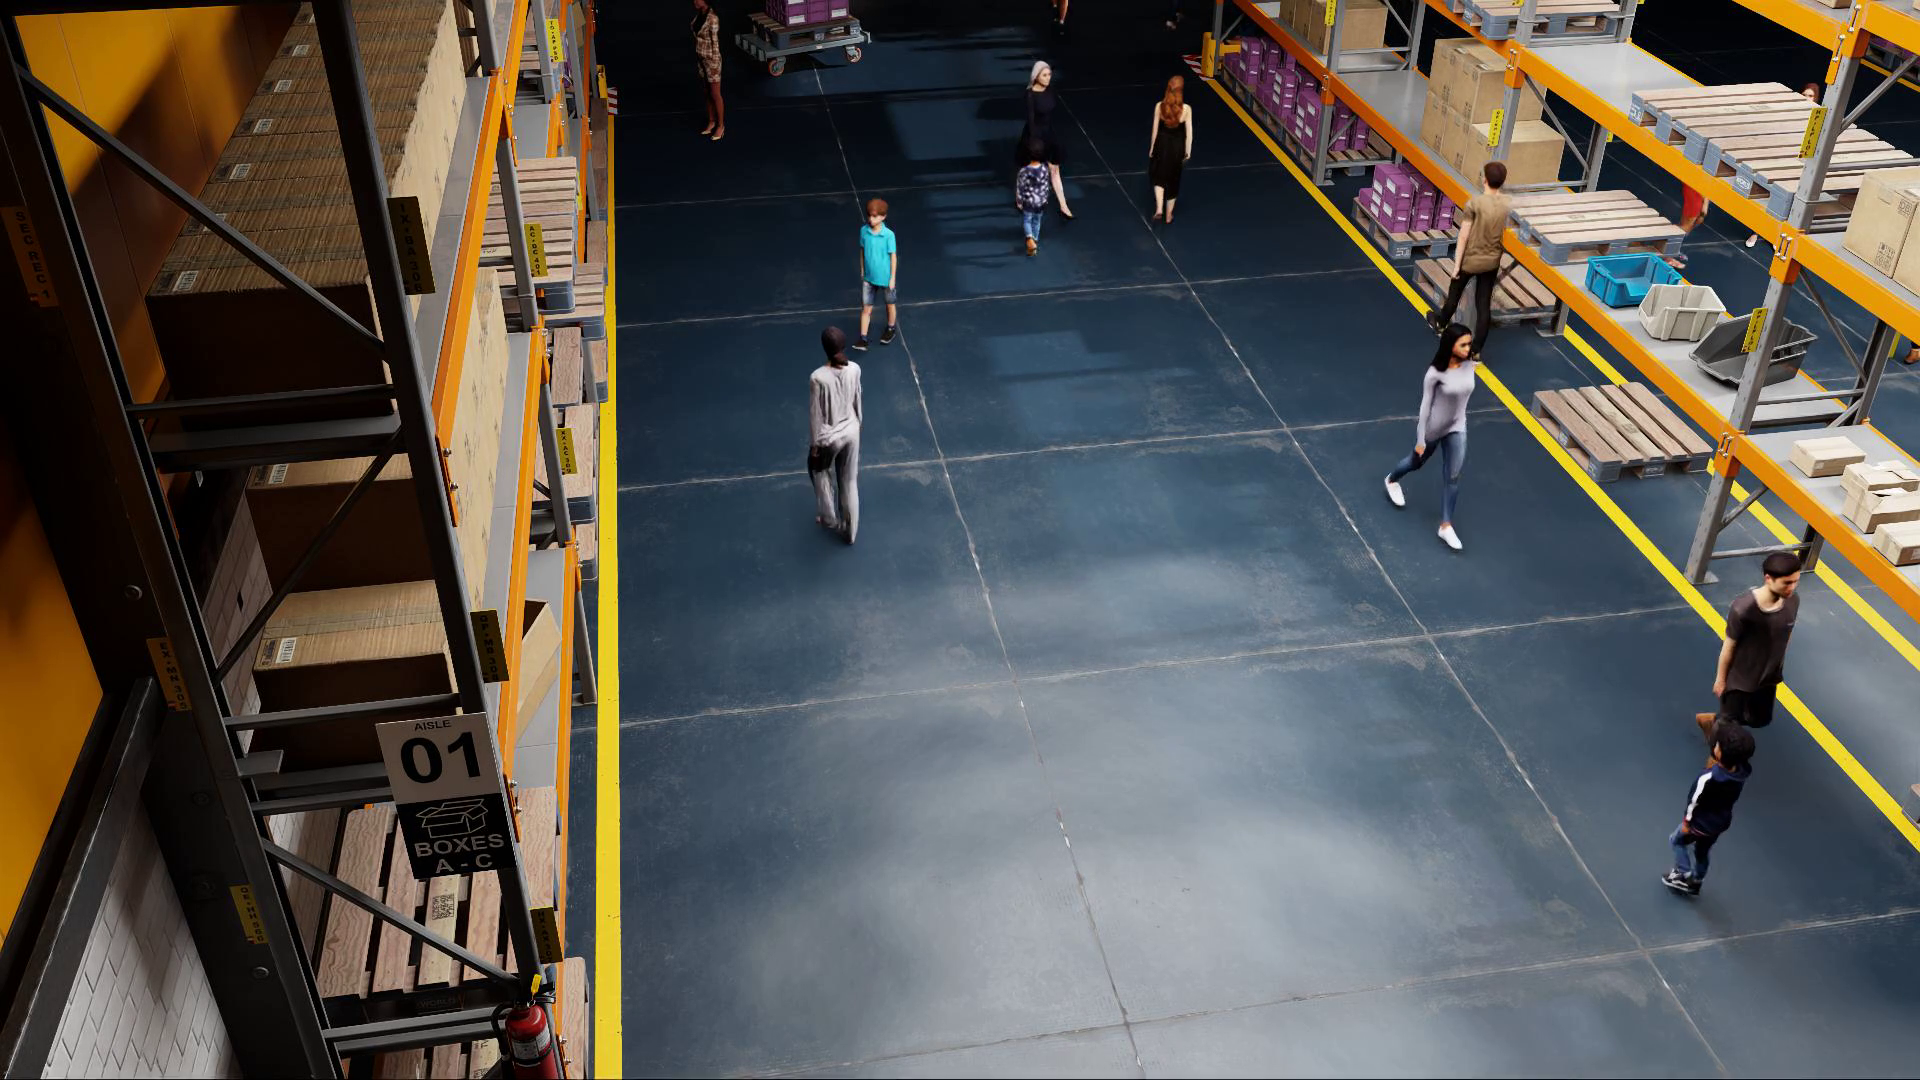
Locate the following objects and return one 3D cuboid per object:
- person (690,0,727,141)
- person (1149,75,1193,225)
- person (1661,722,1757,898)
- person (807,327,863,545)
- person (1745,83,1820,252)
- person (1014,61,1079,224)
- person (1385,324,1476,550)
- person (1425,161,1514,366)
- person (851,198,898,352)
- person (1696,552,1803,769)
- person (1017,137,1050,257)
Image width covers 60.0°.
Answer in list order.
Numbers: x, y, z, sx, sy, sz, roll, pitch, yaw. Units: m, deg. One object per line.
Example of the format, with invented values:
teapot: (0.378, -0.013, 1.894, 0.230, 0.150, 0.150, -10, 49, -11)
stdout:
person: (-2.976, -5.656, 19.737, 0.731, 1.795, 0.625, -22, 39, -29)
person: (2.197, -4.065, 17.509, 0.710, 1.612, 0.802, 4, 34, 7)
person: (4.260, 1.571, 9.389, 0.561, 1.214, 0.532, -12, 35, -17)
person: (-0.880, -0.729, 12.359, 0.711, 1.757, 0.761, -16, 37, -22)
person: (8.489, -3.835, 17.059, 0.652, 1.728, 0.674, 14, 36, 20)
person: (0.766, -4.235, 17.678, 1.014, 1.709, 1.189, -29, 43, -36)
person: (3.572, -0.854, 12.604, 0.764, 1.695, 1.207, -12, 35, -17)
person: (4.676, -2.437, 14.873, 0.686, 1.818, 1.084, -6, 34, -8)
person: (-0.711, -2.467, 15.272, 0.802, 1.427, 0.949, 12, 35, 17)
person: (4.801, 0.744, 10.192, 0.676, 1.703, 0.789, -9, 35, -13)
person: (0.762, -3.474, 16.956, 0.527, 1.240, 0.703, -8, 34, -12)
